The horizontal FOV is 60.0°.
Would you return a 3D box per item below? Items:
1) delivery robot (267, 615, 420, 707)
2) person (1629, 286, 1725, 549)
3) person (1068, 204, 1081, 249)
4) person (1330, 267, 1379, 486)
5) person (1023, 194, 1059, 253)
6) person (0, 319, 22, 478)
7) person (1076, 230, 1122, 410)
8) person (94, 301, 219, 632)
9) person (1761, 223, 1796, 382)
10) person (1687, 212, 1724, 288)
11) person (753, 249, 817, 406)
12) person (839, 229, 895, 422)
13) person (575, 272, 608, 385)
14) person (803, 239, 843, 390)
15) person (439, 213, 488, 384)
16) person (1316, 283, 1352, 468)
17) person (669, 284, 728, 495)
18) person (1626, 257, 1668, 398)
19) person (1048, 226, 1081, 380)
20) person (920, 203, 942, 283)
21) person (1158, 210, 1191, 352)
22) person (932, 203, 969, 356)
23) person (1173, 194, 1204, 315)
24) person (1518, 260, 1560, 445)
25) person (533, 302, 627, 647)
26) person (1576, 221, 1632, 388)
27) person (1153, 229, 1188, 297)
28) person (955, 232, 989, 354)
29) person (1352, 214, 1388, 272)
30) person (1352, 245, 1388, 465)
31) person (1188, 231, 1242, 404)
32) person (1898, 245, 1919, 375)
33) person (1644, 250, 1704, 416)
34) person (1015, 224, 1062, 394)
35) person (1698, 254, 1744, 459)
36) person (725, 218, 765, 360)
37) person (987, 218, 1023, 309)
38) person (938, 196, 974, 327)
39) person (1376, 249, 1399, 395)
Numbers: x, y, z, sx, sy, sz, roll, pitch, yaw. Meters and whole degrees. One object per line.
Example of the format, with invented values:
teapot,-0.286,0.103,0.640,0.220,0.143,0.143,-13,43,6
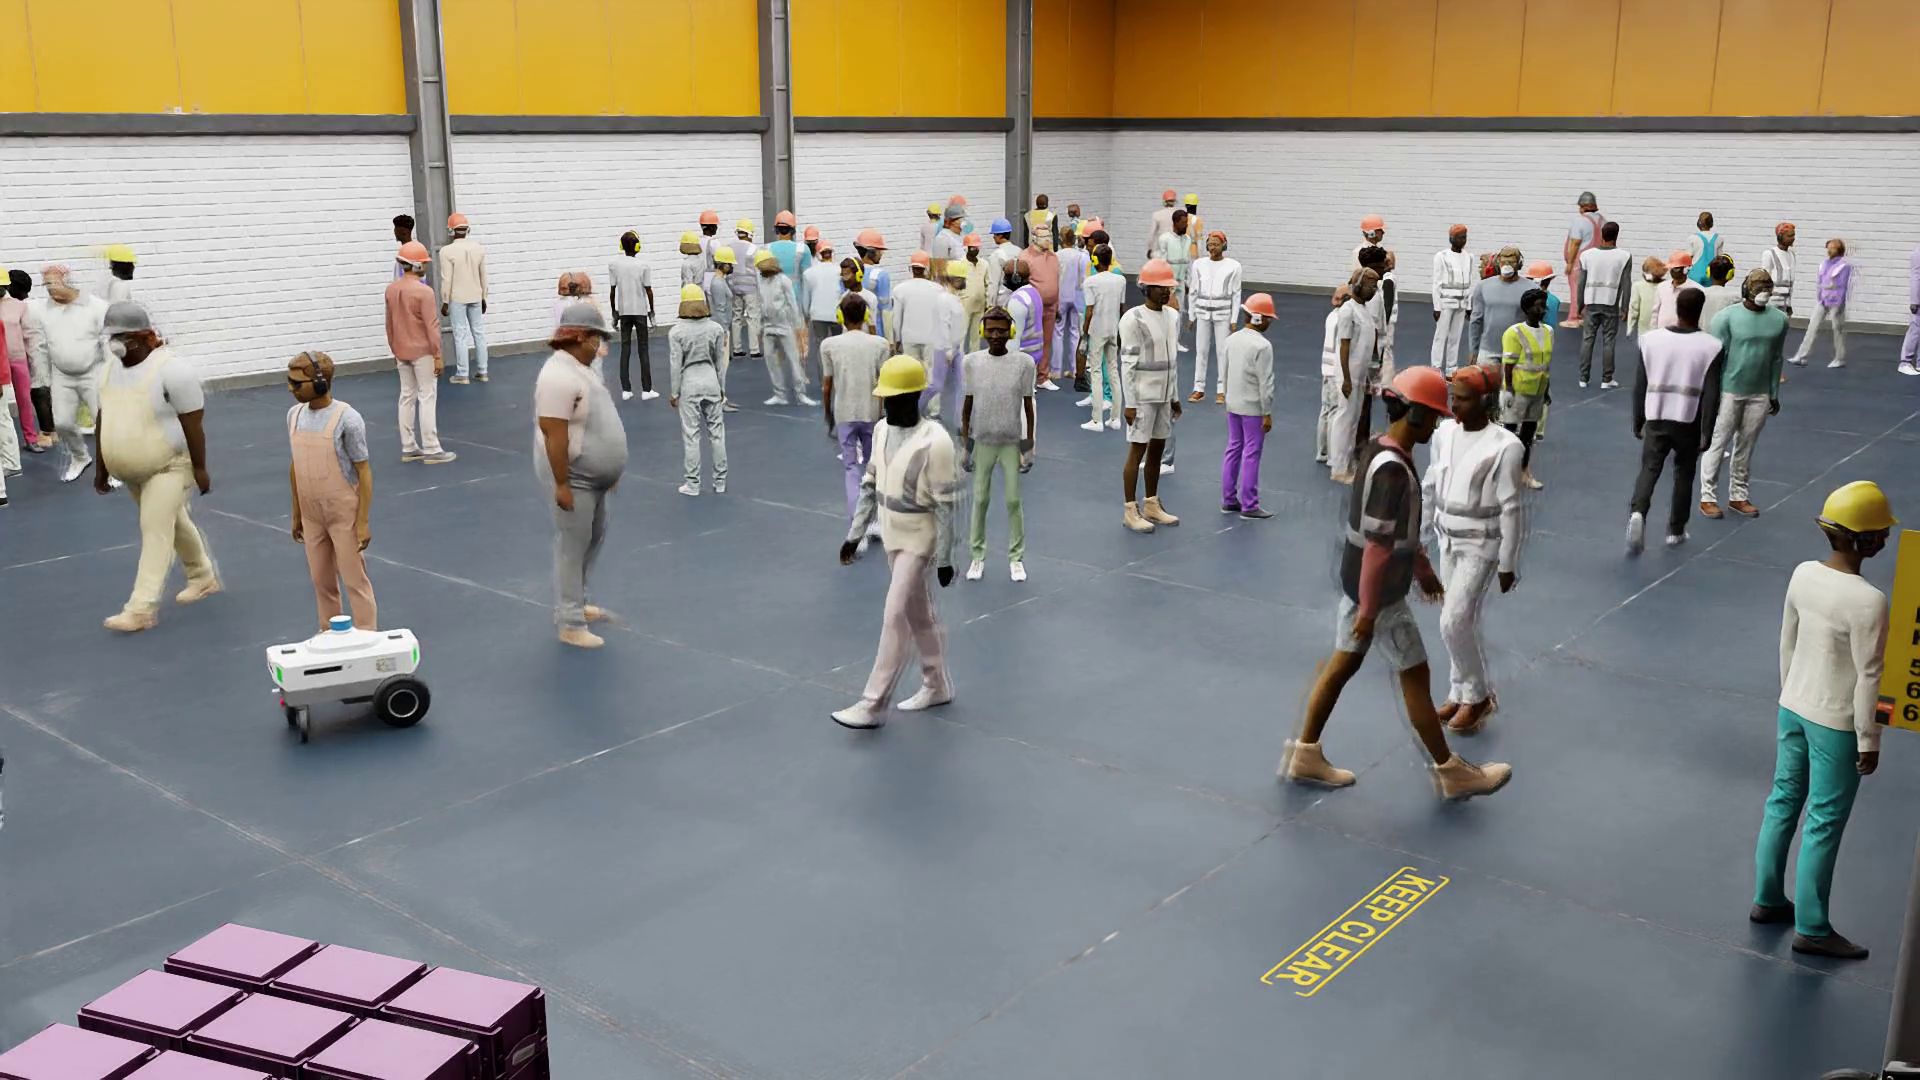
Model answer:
delivery robot,-3.142,0.629,8.485,0.707,0.478,0.477,-7,16,-27
person,5.107,-0.863,11.937,0.596,1.896,0.801,10,17,35
person,2.039,-5.124,29.485,0.312,1.633,0.514,3,14,12
person,3.361,-1.392,14.146,0.345,1.840,0.504,8,16,30
person,1.405,-4.993,28.528,0.620,1.845,0.430,5,15,20
person,-8.429,-1.403,14.398,0.573,1.738,0.352,13,19,42
person,1.525,-2.356,17.842,0.371,1.914,0.597,-8,16,-28
person,-5.008,-0.520,10.253,0.699,2.000,1.033,6,15,22
person,9.655,-2.798,19.675,0.574,1.883,0.355,-9,17,-33
person,10.270,-3.614,23.045,0.502,1.837,0.349,0,14,-1
person,-1.902,-2.281,17.997,0.710,1.695,0.342,7,16,27
person,-0.865,-1.959,16.007,0.605,2.039,0.386,11,18,36
person,-3.616,-1.783,16.164,0.505,1.615,0.514,2,14,7
person,-1.526,-2.605,19.237,0.588,1.714,0.494,0,14,2
person,-5.863,-2.849,19.649,0.386,1.992,0.624,11,18,38
person,3.383,-1.468,14.851,0.314,1.639,0.517,-1,14,-6
person,-2.171,-1.238,13.743,0.483,1.735,0.311,-8,16,-28
person,7.670,-2.320,18.349,0.562,1.595,0.648,10,17,35
person,1.269,-2.824,19.889,0.518,1.835,0.357,-7,16,-26
person,-0.423,-4.539,26.867,0.523,1.769,0.323,13,19,43
person,2.855,-3.454,22.256,0.597,1.911,0.394,-13,19,-42
person,-0.028,-3.253,21.171,0.537,2.000,0.680,7,16,25
person,3.677,-4.583,26.717,0.368,1.928,0.585,-13,19,-43
person,5.480,-1.783,15.881,0.324,1.752,0.563,11,18,37
person,-2.237,-0.417,9.839,0.534,2.000,0.755,0,14,0
person,7.459,-2.723,19.302,0.598,1.917,0.378,9,17,33
person,2.868,-3.443,22.789,0.548,1.614,0.481,1,14,4
person,0.138,-2.818,20.007,0.573,1.753,0.335,-9,17,-33
person,4.735,-2.770,19.331,0.375,1.997,0.608,9,17,32
person,3.646,-1.665,14.977,0.365,1.966,0.605,-1,14,-6
person,2.778,-2.435,18.227,0.575,1.882,0.355,6,15,22
person,11.842,-2.953,20.279,0.644,1.896,0.403,-7,16,-26
person,7.367,-2.108,17.180,0.338,1.749,0.573,-9,17,-31
person,0.917,-2.638,18.985,0.638,1.910,0.407,-12,18,-39
person,6.867,-1.666,15.176,0.507,1.872,0.329,11,18,38
person,-2.785,-3.256,21.624,0.593,1.825,0.403,7,16,27
person,0.524,-2.821,19.660,0.415,1.939,0.605,11,18,37
person,0.002,-4.139,24.880,0.653,1.951,0.960,-7,16,-25
person,4.790,-2.461,18.817,0.315,1.641,0.514,2,14,6
